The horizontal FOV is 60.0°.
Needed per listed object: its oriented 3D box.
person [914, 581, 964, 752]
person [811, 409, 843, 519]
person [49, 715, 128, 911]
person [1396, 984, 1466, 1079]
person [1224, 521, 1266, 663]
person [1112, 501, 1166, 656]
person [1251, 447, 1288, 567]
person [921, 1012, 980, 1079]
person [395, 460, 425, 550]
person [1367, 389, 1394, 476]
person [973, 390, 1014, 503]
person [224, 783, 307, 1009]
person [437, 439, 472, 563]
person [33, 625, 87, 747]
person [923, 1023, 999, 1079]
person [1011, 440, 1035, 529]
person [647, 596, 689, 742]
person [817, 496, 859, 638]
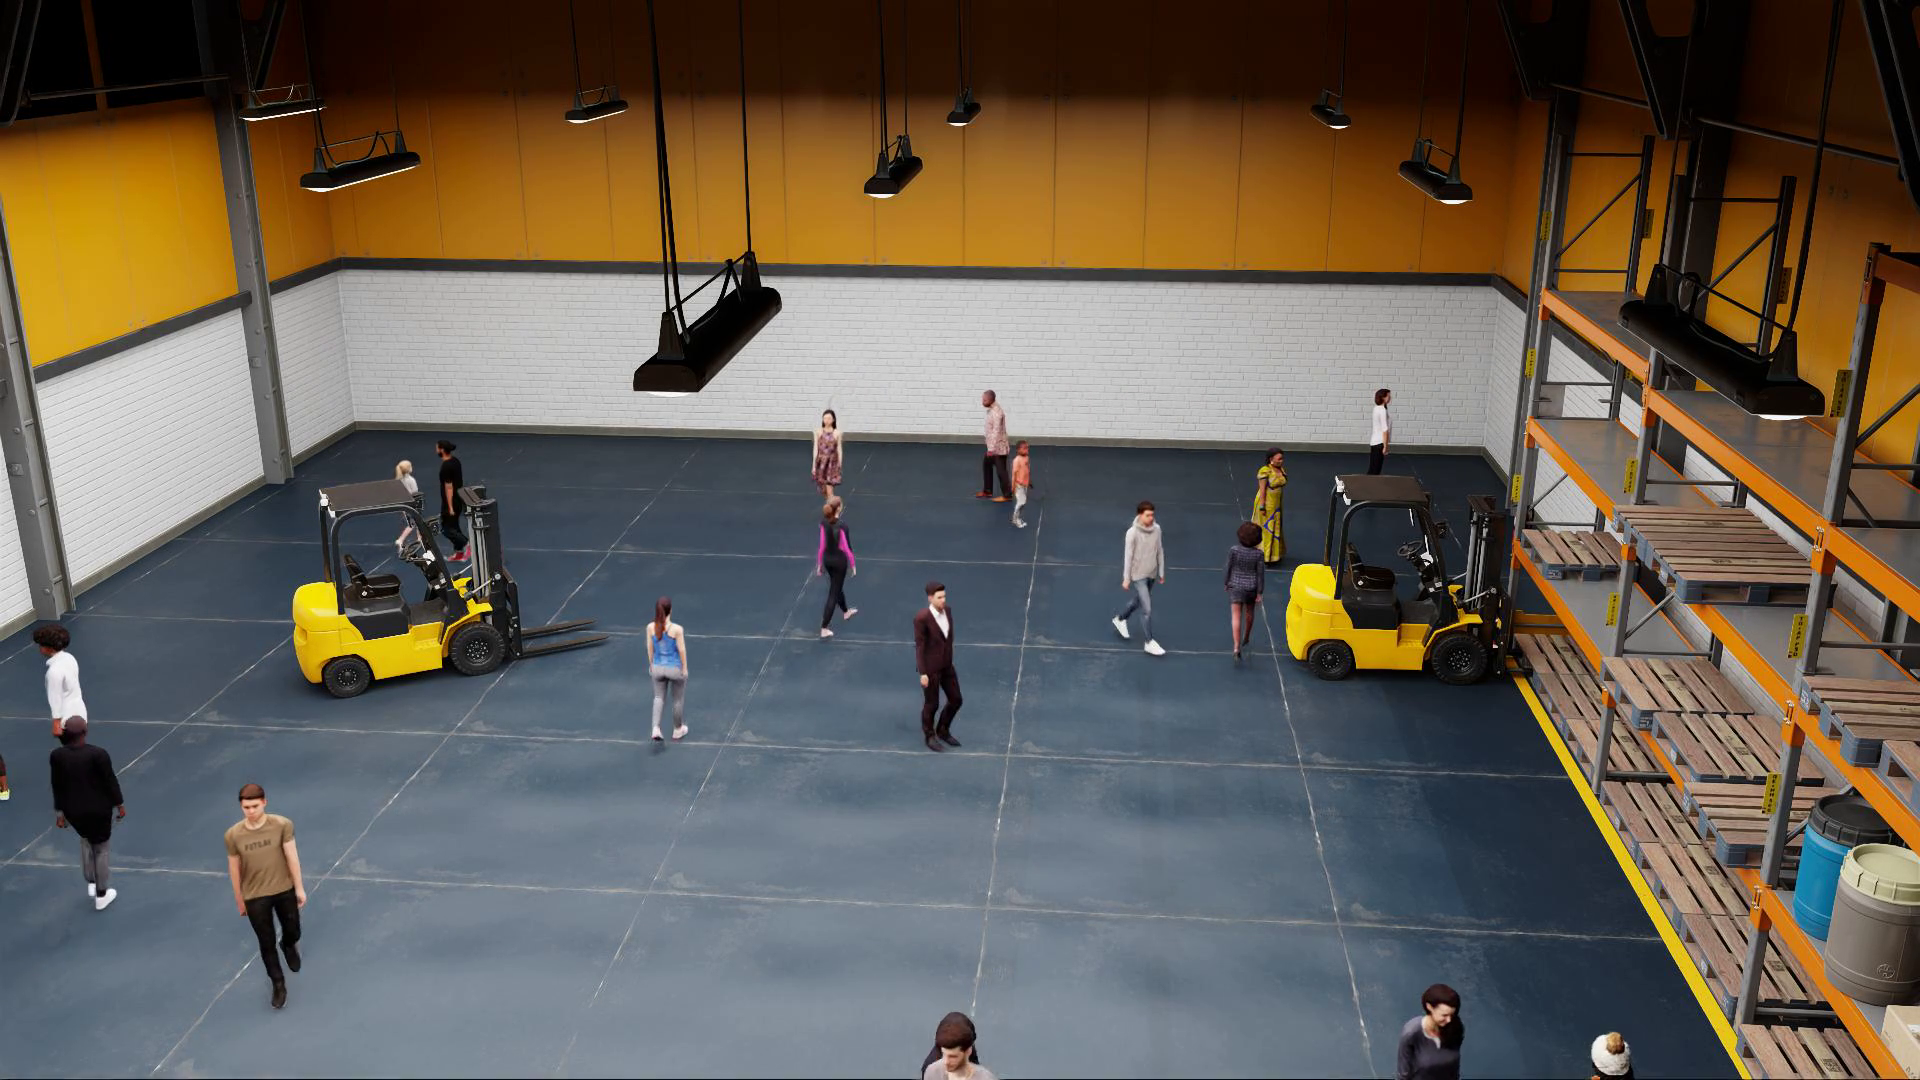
[{"bbox_3d":[-0.299,1.277,17.172,0.801,1.850,0.877,-17,25,-42],"label":"person"},{"bbox_3d":[-1.920,-1.059,24.247,0.614,1.762,0.851,2,19,5],"label":"person"},{"bbox_3d":[-7.461,2.348,14.149,0.718,1.750,0.697,-1,19,-3],"label":"person"},{"bbox_3d":[2.947,3.525,10.690,0.765,1.727,1.007,-3,19,-10],"label":"person"},{"bbox_3d":[3.297,0.631,19.384,0.645,1.662,1.032,3,19,8],"label":"person"},{"bbox_3d":[2.118,0.403,19.817,1.186,1.817,1.285,-13,23,-35],"label":"person"},{"bbox_3d":[4.223,-0.475,22.677,0.960,1.657,1.034,-17,25,-41],"label":"person"},{"bbox_3d":[-0.158,3.655,10.529,0.920,1.583,0.944,10,21,26],"label":"person"},{"bbox_3d":[-7.737,-0.481,23.319,0.791,1.258,0.911,15,24,38],"label":"person"},{"bbox_3d":[6.360,-1.430,25.298,0.692,1.794,0.488,0,19,-1],"label":"person"},{"bbox_3d":[0.654,-1.426,25.318,0.905,1.774,0.857,-1,19,-4],"label":"person"},{"bbox_3d":[-5.376,2.705,12.947,0.888,1.840,0.991,-8,20,-22],"label":"person"},{"bbox_3d":[-6.836,-0.513,22.658,0.726,1.740,0.700,-1,19,-2],"label":"person"},{"bbox_3d":[-8.619,1.670,16.080,0.764,1.802,0.616,-4,19,-11],"label":"person"},{"bbox_3d":[0.071,3.670,10.026,0.981,1.875,1.128,13,23,34],"label":"person"},{"bbox_3d":[0.838,-0.837,24.320,0.634,1.295,0.565,15,23,37],"label":"person"},{"bbox_3d":[-3.059,1.364,17.296,0.619,1.605,0.801,4,19,12],"label":"person"},{"bbox_3d":[-1.549,0.361,20.137,0.905,1.694,1.239,10,21,27],"label":"person"}]
